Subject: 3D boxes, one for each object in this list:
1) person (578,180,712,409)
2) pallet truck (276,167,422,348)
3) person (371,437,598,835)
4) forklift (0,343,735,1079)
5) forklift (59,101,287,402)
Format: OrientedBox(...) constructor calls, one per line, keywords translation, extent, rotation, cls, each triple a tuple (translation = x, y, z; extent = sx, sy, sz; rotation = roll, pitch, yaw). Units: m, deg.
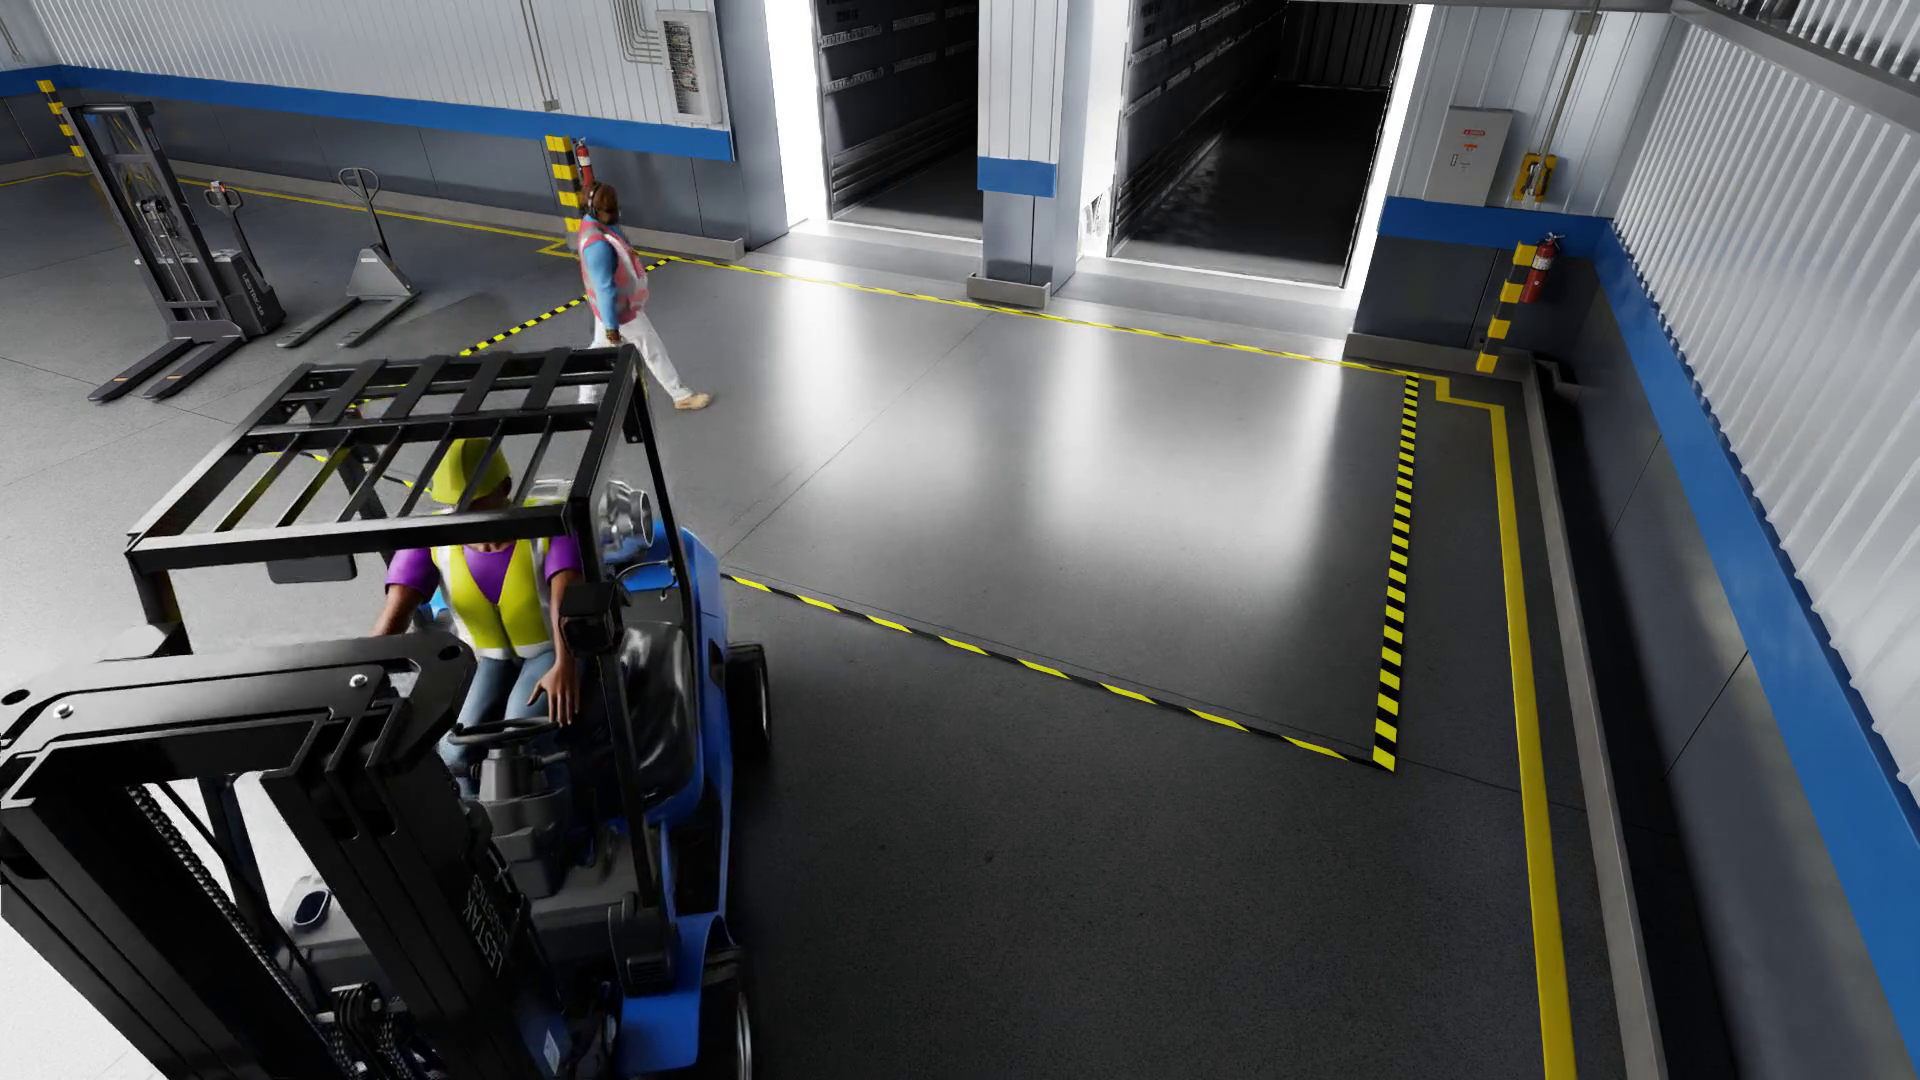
OrientedBox(translation=(-2.444, -1.704, 6.659), extent=(1.004, 1.770, 0.668), rotation=(-12, 37, -17), cls="person")
OrientedBox(translation=(-5.732, -2.611, 8.414), extent=(0.680, 1.201, 1.601), rotation=(-1, 35, -1), cls="pallet truck")
OrientedBox(translation=(-1.430, 0.423, 2.778), extent=(0.635, 1.294, 1.004), rotation=(-5, 35, -7), cls="person")
OrientedBox(translation=(-1.432, 0.542, 2.934), extent=(1.157, 2.036, 2.680), rotation=(-5, 35, -7), cls="forklift")
OrientedBox(translation=(-6.686, -2.387, 7.434), extent=(0.823, 1.965, 1.885), rotation=(-3, 35, -5), cls="forklift")
